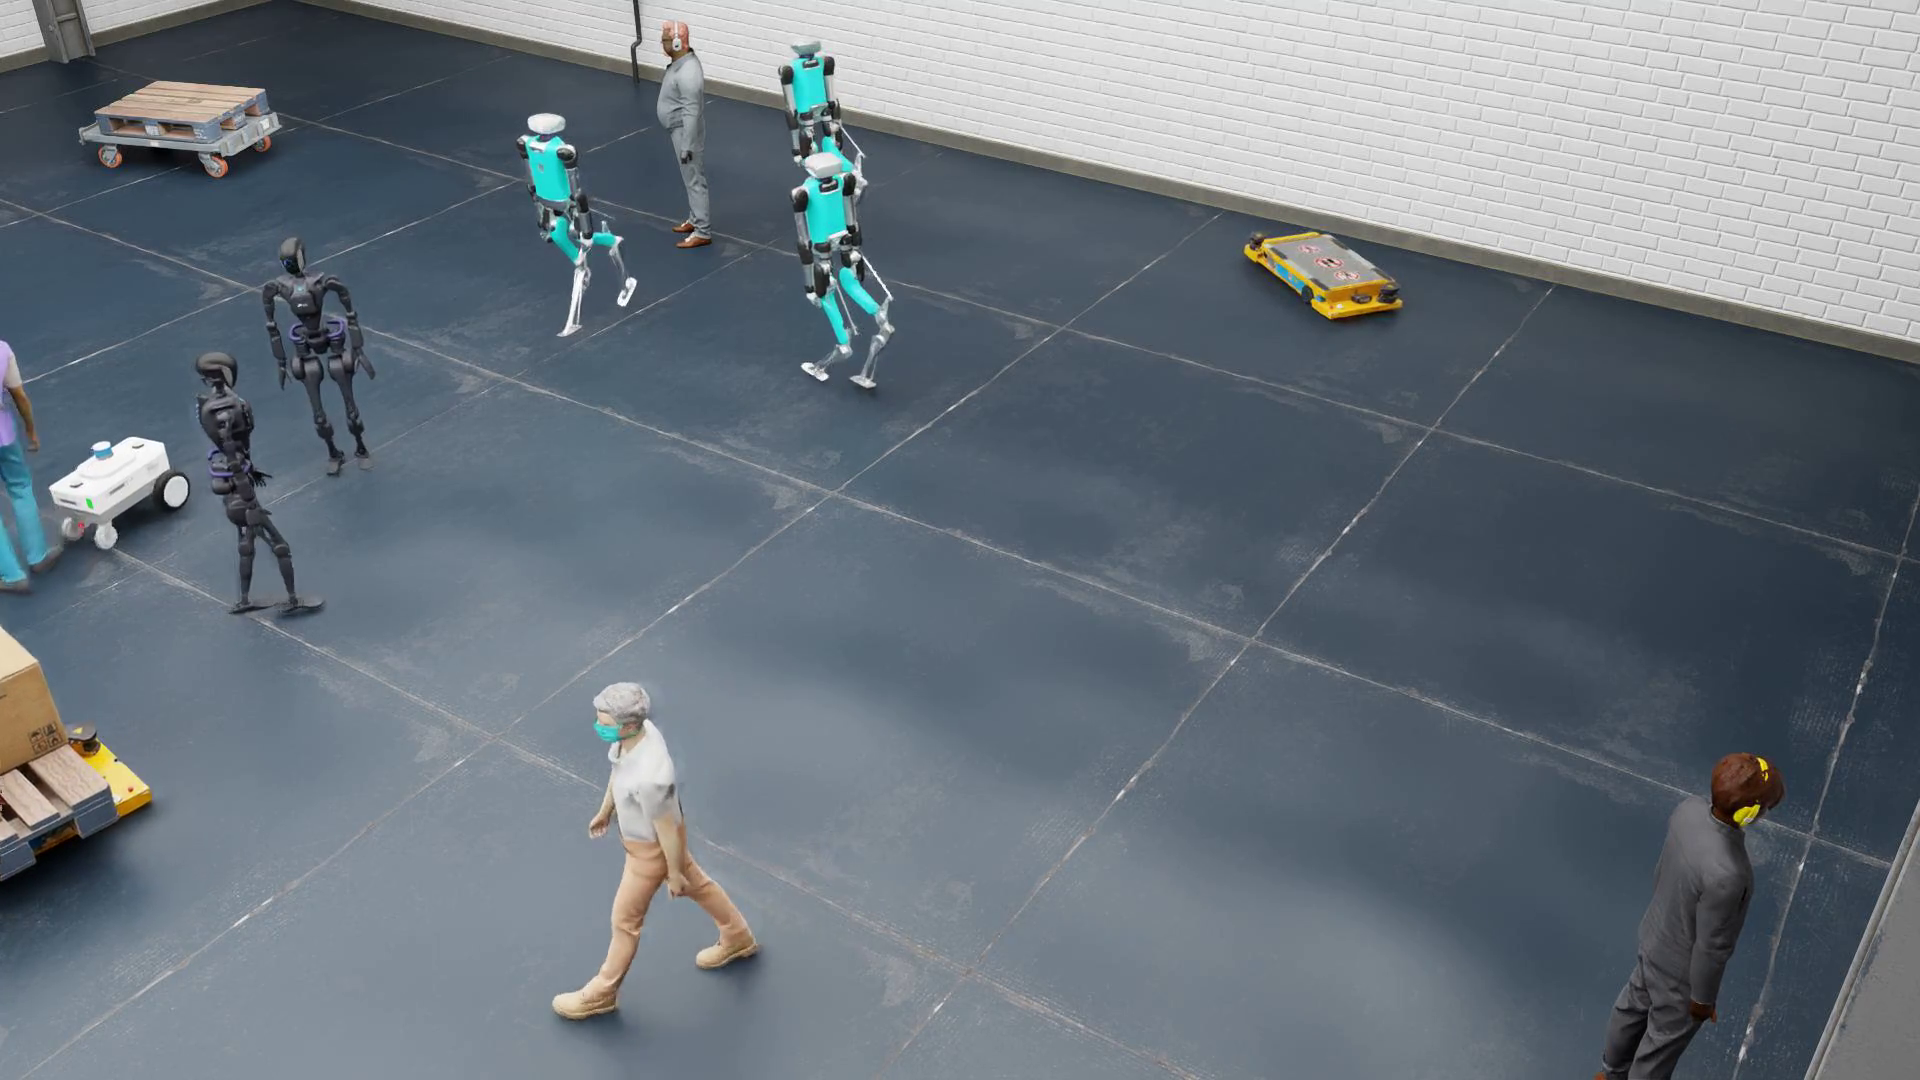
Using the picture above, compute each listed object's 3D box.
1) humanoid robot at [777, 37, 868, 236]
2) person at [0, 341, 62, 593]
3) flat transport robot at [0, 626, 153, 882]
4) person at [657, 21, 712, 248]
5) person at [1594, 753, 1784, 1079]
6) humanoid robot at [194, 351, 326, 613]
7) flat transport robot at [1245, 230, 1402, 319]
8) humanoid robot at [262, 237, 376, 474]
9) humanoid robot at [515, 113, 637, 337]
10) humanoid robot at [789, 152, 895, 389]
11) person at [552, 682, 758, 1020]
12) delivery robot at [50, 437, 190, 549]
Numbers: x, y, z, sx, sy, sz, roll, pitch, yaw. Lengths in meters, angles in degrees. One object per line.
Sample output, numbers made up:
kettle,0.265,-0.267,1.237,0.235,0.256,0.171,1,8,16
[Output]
humanoid robot,-1.084,-3.312,14.089,0.530,1.722,1.022,-24,40,-32
person,-5.656,-0.527,9.657,0.615,1.815,0.459,-27,41,-35
flat transport robot,-4.776,1.412,8.060,0.659,0.231,1.431,26,41,34
person,-2.334,-3.430,14.081,0.413,1.908,0.638,-6,33,-9
person,2.764,1.569,6.333,0.357,1.874,0.491,1,33,1
humanoid robot,-4.051,-0.322,9.473,0.593,1.642,0.584,-13,35,-20
flat transport robot,2.979,-2.216,13.704,0.659,0.231,1.431,-11,34,-17
humanoid robot,-4.150,-1.203,10.829,0.611,1.652,0.309,-7,33,-10
humanoid robot,-2.864,-2.514,12.849,0.531,1.771,0.996,17,36,24
humanoid robot,-0.801,-1.816,11.722,0.547,1.756,0.952,-26,41,-34
person,-1.318,1.253,6.991,0.929,1.698,0.481,-10,34,-15
delivery robot,-5.345,-0.344,10.521,0.499,0.587,0.788,11,34,17
